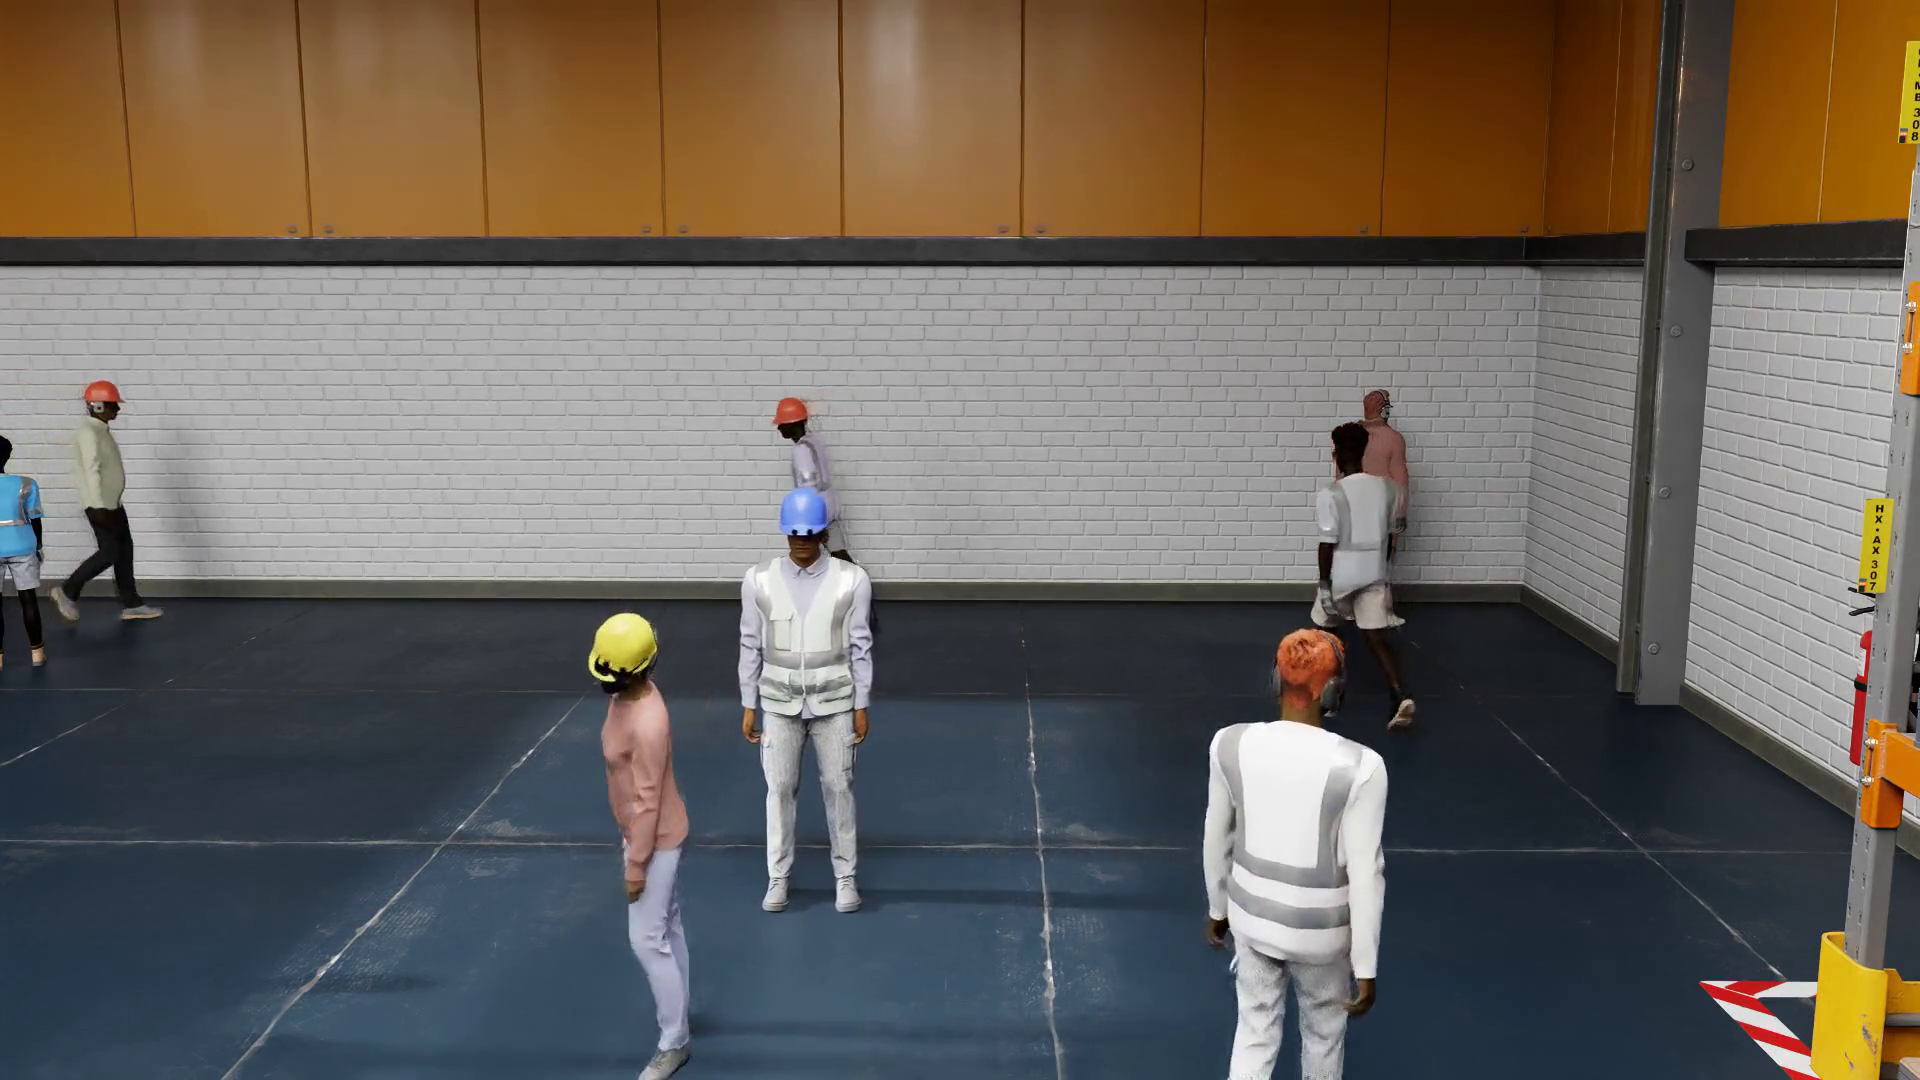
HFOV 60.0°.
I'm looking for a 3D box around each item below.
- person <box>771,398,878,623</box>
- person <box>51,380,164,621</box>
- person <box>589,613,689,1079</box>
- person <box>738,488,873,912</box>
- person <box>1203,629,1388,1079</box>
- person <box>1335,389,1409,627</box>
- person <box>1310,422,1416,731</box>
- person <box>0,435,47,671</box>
[{"bbox_3d":[-1.157,-0.202,13.270,1.072,1.862,0.609,1,10,8],"label":"person"},{"bbox_3d":[-6.946,-0.299,13.443,0.712,1.977,0.659,-2,10,-12],"label":"person"},{"bbox_3d":[-1.151,1.066,6.041,0.367,1.718,0.697,-3,10,-15],"label":"person"},{"bbox_3d":[-0.693,0.721,7.458,0.603,1.939,0.411,0,9,1],"label":"person"},{"bbox_3d":[1.036,1.165,5.112,0.615,1.837,0.799,6,11,31],"label":"person"},{"bbox_3d":[3.337,-0.256,13.403,0.407,1.910,0.639,-9,13,-43],"label":"person"},{"bbox_3d":[2.521,0.225,10.461,0.614,1.936,0.902,-3,10,-19],"label":"person"},{"bbox_3d":[-6.860,0.093,11.947,0.538,1.696,0.317,-7,12,-36],"label":"person"}]
